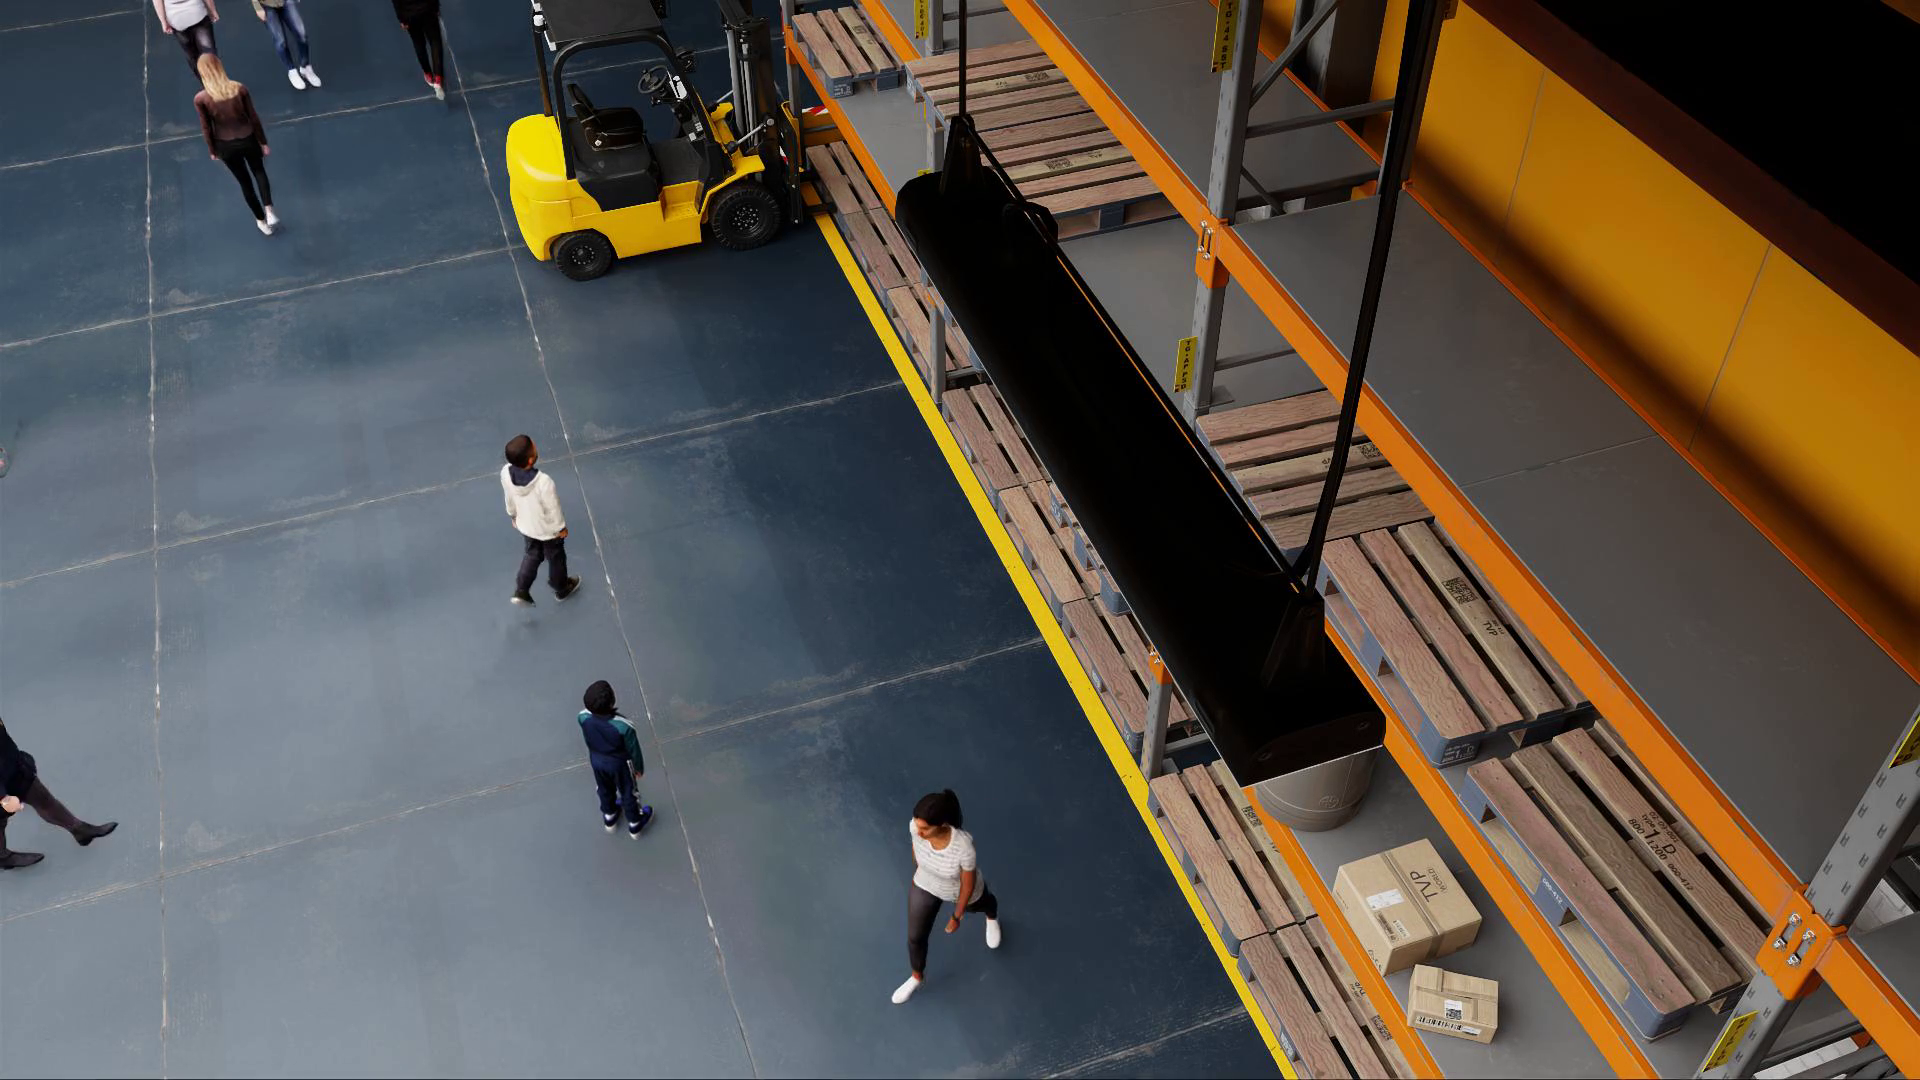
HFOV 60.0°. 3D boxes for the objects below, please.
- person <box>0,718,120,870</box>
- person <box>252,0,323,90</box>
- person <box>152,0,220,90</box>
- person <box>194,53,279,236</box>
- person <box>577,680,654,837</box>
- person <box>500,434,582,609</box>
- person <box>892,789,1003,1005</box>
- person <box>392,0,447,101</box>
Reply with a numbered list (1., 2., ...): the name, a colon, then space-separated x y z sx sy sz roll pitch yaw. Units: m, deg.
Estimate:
1. person: -5.583 1.357 9.397 0.812 1.650 0.907 -8 44 -8
2. person: -6.745 -5.322 16.265 0.776 1.847 0.753 -29 51 -27
3. person: -7.382 -4.953 15.904 0.723 1.811 1.183 -11 45 -12
4. person: -6.183 -3.353 14.308 0.683 1.696 0.657 -24 49 -23
5. person: -2.048 1.276 9.768 0.568 1.255 0.606 10 45 11
6. person: -2.838 -0.077 11.052 0.839 1.443 0.890 20 47 20
7. person: -0.009 1.818 8.957 1.025 1.589 1.068 16 46 16
8. person: -5.236 -5.087 16.160 0.605 1.653 1.006 -13 45 -14
